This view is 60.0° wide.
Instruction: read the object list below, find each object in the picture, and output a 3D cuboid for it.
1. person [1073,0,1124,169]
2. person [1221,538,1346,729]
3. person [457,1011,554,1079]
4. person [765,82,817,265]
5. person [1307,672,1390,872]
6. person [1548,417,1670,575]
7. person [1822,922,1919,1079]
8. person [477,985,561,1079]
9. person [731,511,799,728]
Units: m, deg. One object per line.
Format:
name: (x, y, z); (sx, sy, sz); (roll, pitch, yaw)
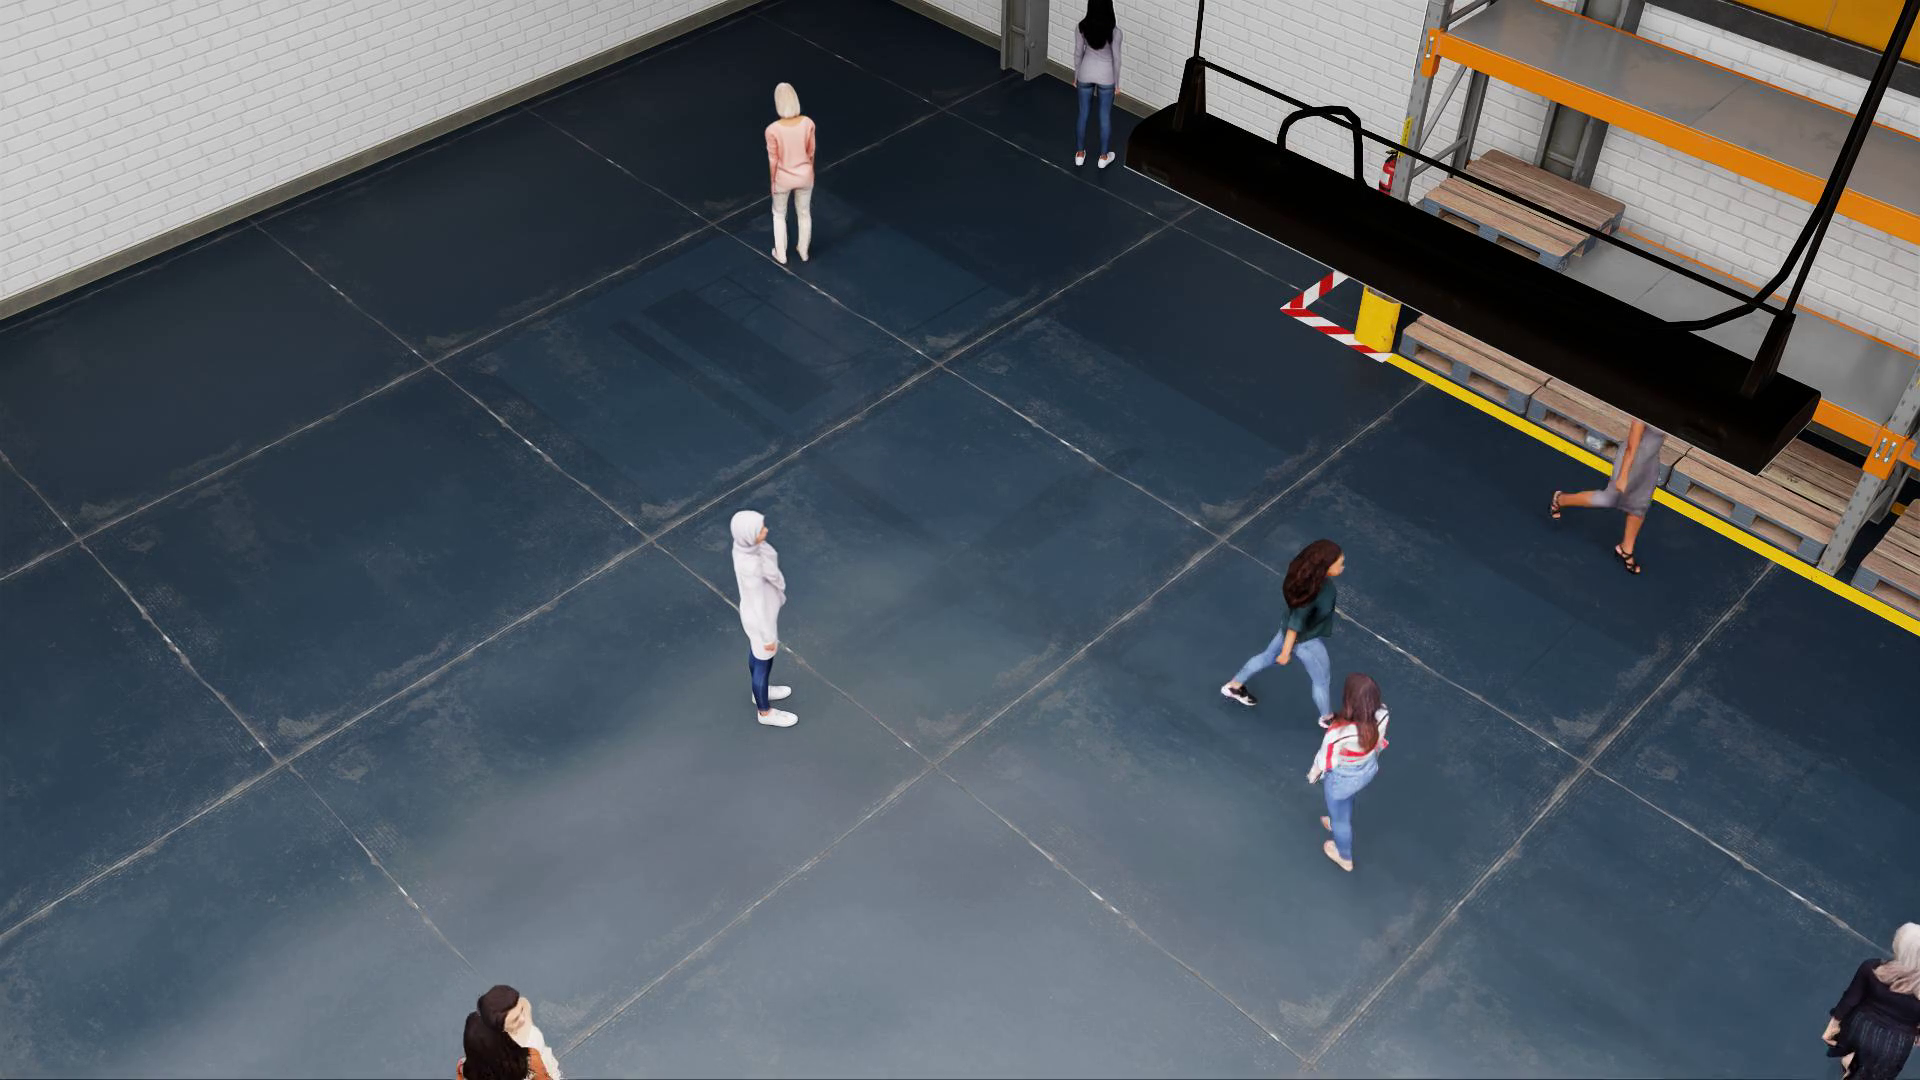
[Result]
person: (1.275, -4.320, 15.604); (0.615, 1.735, 0.740); (13, 45, 13)
person: (2.081, 0.583, 10.579); (1.202, 1.566, 0.951); (12, 45, 12)
person: (-2.155, 2.875, 8.129); (0.814, 1.628, 0.877); (-10, 44, -10)
person: (-1.424, -3.129, 14.361); (0.694, 1.725, 0.700); (-14, 45, -15)
person: (2.321, 1.410, 9.689); (0.672, 1.596, 0.682); (-23, 48, -22)
person: (4.635, -0.570, 11.655); (0.635, 1.752, 1.062); (-29, 51, -27)
person: (4.556, 2.580, 8.379); (0.663, 1.710, 0.963); (-33, 53, -30)
person: (-2.148, 2.706, 8.229); (0.676, 1.735, 0.664); (11, 45, 12)
person: (-1.272, 0.485, 10.530); (0.752, 1.776, 0.653); (-7, 44, -7)
